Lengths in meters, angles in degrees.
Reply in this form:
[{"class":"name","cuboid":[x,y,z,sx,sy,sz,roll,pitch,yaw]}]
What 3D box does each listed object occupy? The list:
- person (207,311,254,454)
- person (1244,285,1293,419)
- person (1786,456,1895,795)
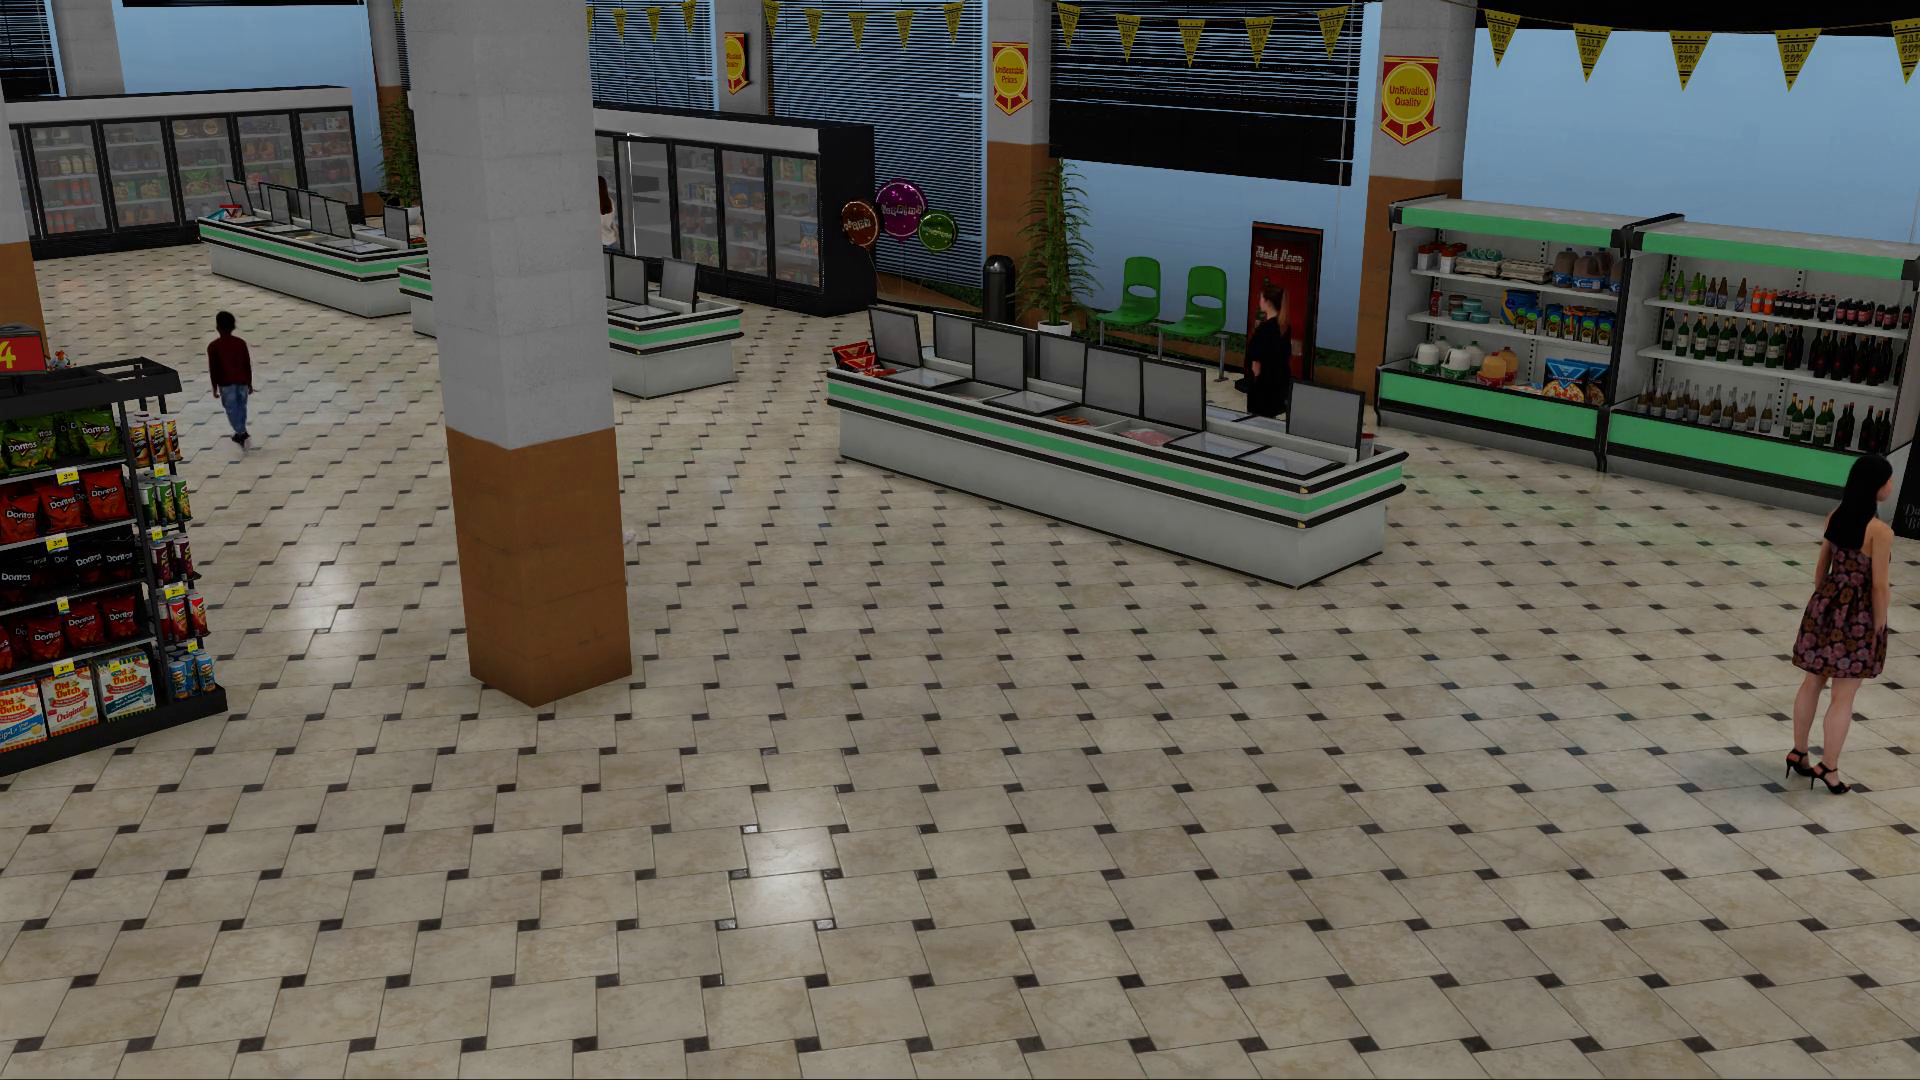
[{"class":"person","cuboid":[-6.418,-1.388,14.721,0.499,1.238,0.821,-17,25,-42]},{"class":"person","cuboid":[2.593,-1.219,13.560,0.610,1.660,1.024,-17,25,-42]},{"class":"person","cuboid":[4.514,0.431,8.488,0.848,1.774,0.763,-6,19,-16]}]
